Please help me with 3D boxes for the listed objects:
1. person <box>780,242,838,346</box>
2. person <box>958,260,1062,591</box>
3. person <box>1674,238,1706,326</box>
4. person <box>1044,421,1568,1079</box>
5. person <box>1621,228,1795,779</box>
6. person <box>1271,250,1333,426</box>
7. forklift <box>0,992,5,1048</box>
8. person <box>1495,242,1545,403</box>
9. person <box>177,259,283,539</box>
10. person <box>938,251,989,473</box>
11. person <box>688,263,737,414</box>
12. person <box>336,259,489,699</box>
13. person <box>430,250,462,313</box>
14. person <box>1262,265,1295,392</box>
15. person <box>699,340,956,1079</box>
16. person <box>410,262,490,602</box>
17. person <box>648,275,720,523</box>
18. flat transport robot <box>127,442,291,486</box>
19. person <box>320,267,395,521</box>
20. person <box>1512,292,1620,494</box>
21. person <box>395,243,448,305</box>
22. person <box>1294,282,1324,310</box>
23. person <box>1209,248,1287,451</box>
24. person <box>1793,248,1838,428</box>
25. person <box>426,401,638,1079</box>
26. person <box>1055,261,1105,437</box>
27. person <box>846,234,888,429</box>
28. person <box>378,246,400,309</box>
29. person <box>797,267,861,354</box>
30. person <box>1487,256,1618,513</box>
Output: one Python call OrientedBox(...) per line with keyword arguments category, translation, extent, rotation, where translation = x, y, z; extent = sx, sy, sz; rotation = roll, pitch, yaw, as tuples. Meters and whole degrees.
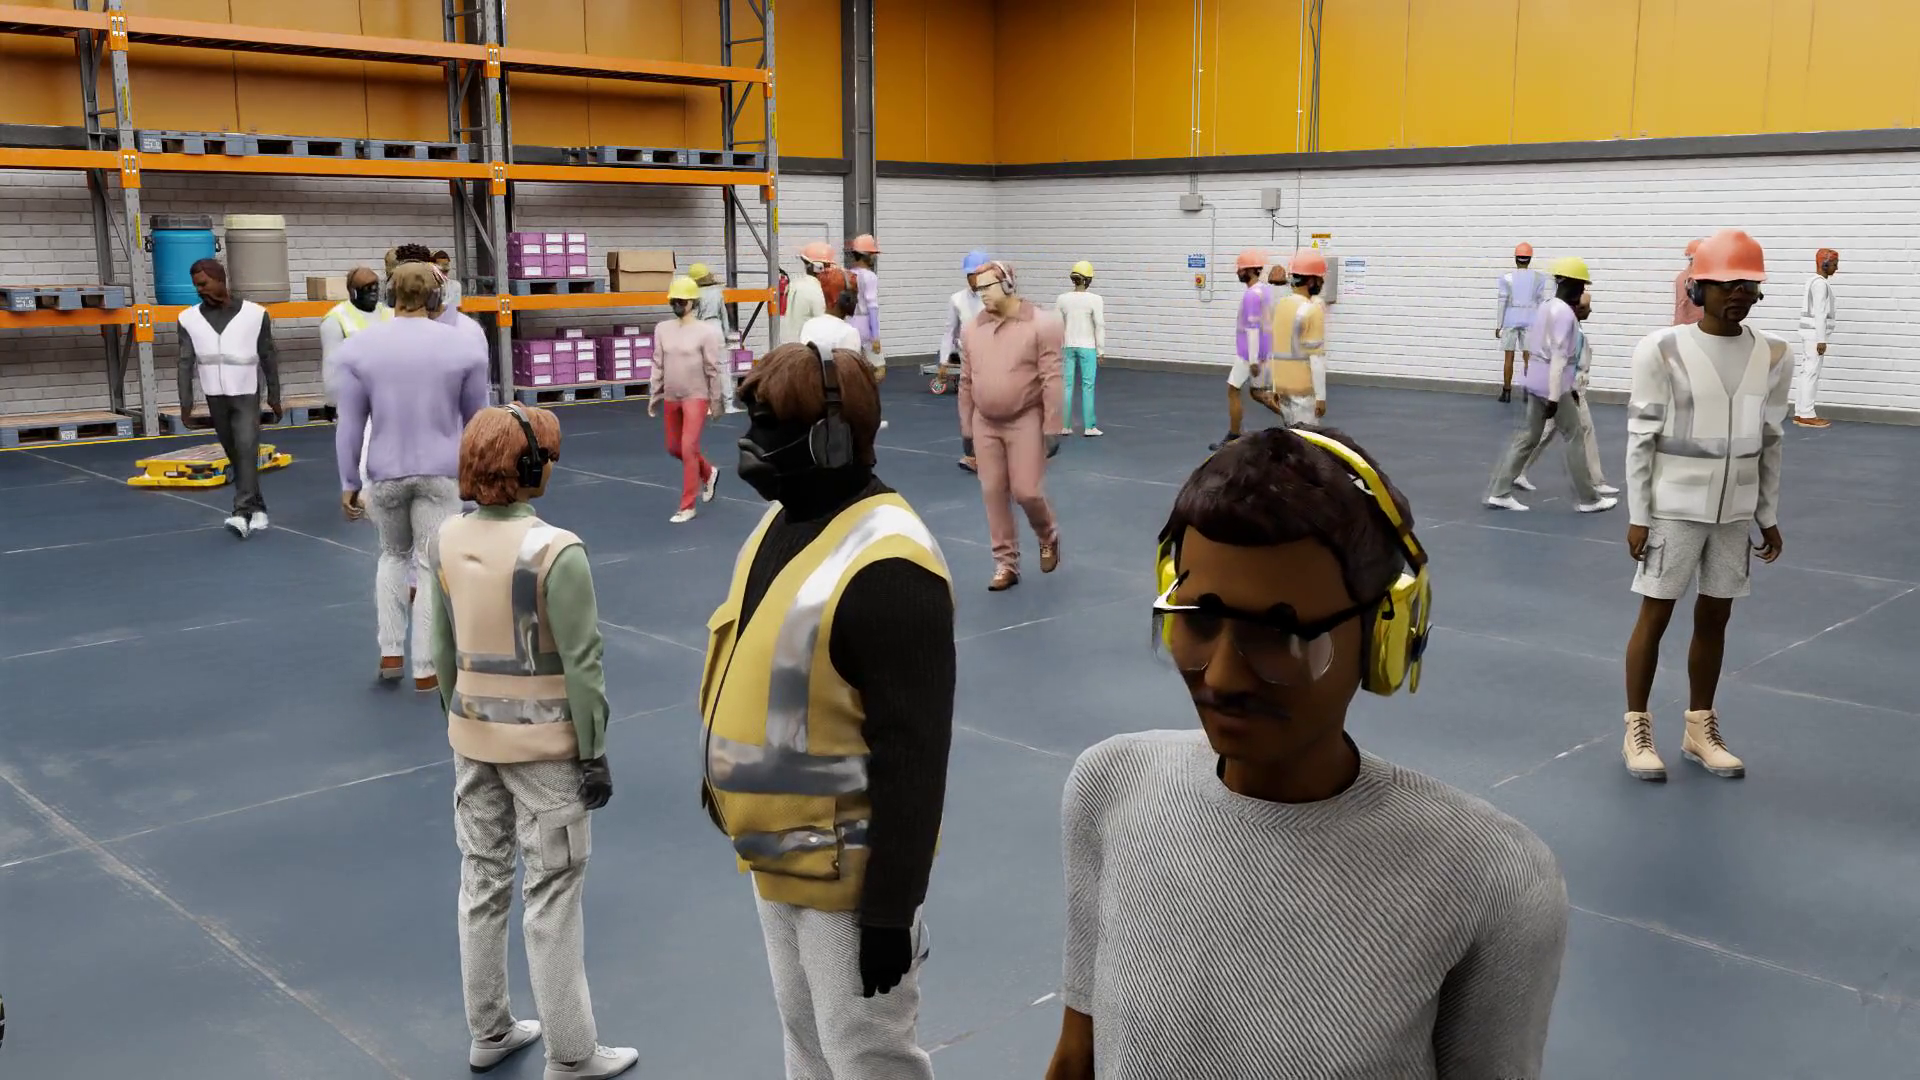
OrientedBox(category="person", translation=(-1.259, -1.561, 14.271), extent=(0.705, 1.962, 0.698), rotation=(-6, 12, -28))
OrientedBox(category="person", translation=(0.290, -0.662, 9.581), extent=(0.660, 1.880, 0.521), rotation=(5, 12, 25))
OrientedBox(category="person", translation=(8.097, -2.332, 18.395), extent=(0.390, 1.997, 0.620), rotation=(10, 14, 43))
OrientedBox(category="person", translation=(0.266, 0.817, 1.566), extent=(0.509, 1.868, 0.328), rotation=(7, 12, 32))
OrientedBox(category="person", translation=(2.773, -0.118, 6.178), extent=(0.608, 2.045, 0.391), rotation=(-1, 10, -4))
OrientedBox(category="person", translation=(2.423, -1.099, 11.868), extent=(0.426, 1.918, 0.564), rotation=(-4, 11, -21))
OrientedBox(category="forklift", translation=(-3.245, 0.323, 3.363), extent=(2.313, 2.155, 1.214), rotation=(2, 11, 13))
OrientedBox(category="person", translation=(6.773, -2.627, 20.150), extent=(0.552, 1.935, 0.367), rotation=(1, 10, 8))
OrientedBox(category="person", translation=(-4.908, -0.932, 11.119), extent=(0.605, 1.856, 1.001), rotation=(-1, 10, -6))
OrientedBox(category="person", translation=(0.167, -1.538, 14.365), extent=(0.651, 1.885, 1.012), rotation=(6, 12, 28))
OrientedBox(category="person", translation=(-2.804, -2.280, 18.892), extent=(0.337, 1.704, 0.633), rotation=(9, 14, 41))
OrientedBox(category="person", translation=(-2.403, -0.277, 7.400), extent=(0.639, 1.910, 0.644), rotation=(-2, 11, -9))
OrientedBox(category="person", translation=(-5.601, -2.187, 17.994), extent=(0.519, 1.854, 0.321), rotation=(-8, 13, -35))
OrientedBox(category="person", translation=(4.093, -2.726, 21.519), extent=(0.499, 1.634, 0.279), rotation=(0, 10, -3))
OrientedBox(category="person", translation=(-0.244, 0.567, 2.994), extent=(0.430, 1.845, 0.624), rotation=(-5, 11, -24))
OrientedBox(category="person", translation=(-2.918, -0.611, 9.322), extent=(0.661, 1.882, 0.854), rotation=(3, 11, 14))
OrientedBox(category="person", translation=(-1.922, -1.028, 11.947), extent=(0.518, 1.747, 0.699), rotation=(5, 12, 26))
OrientedBox(category="flat transport robot", translation=(-6.232, -0.641, 13.862), extent=(0.652, 0.197, 1.431), rotation=(1, 11, 5))
OrientedBox(category="person", translation=(-4.301, -1.042, 11.919), extent=(0.683, 1.806, 0.647), rotation=(5, 11, 25))
OrientedBox(category="person", translation=(4.741, -1.157, 13.058), extent=(0.844, 1.599, 0.528), rotation=(1, 10, 6))
OrientedBox(category="person", translation=(-3.987, -1.210, 12.343), extent=(0.364, 1.965, 0.609), rotation=(-10, 15, -44))
OrientedBox(category="person", translation=(3.746, -2.124, 18.235), extent=(0.536, 1.623, 0.388), rotation=(9, 14, 40))
OrientedBox(category="person", translation=(2.784, -1.750, 15.445), extent=(0.818, 1.911, 0.546), rotation=(5, 11, 25))
OrientedBox(category="person", translation=(9.088, -2.140, 17.634), extent=(0.355, 1.887, 0.573), rotation=(3, 11, 17))
OrientedBox(category="person", translation=(-1.033, 0.496, 3.935), extent=(0.511, 1.640, 0.308), rotation=(6, 12, 30))
OrientedBox(category="person", translation=(1.216, -1.924, 16.793), extent=(0.536, 1.767, 0.326), rotation=(5, 12, 26))
OrientedBox(category="person", translation=(-1.025, -2.137, 17.215), extent=(0.552, 2.032, 0.625), rotation=(-6, 12, -28))
OrientedBox(category="person", translation=(-4.634, -1.458, 13.792), extent=(0.373, 1.935, 0.627), rotation=(-7, 12, -33))
OrientedBox(category="person", translation=(-0.710, -0.647, 9.635), extent=(0.960, 1.835, 0.590), rotation=(-9, 14, -39))
OrientedBox(category="person", translation=(4.345, -1.124, 12.160), extent=(0.934, 1.877, 0.585), rotation=(0, 10, -2))
